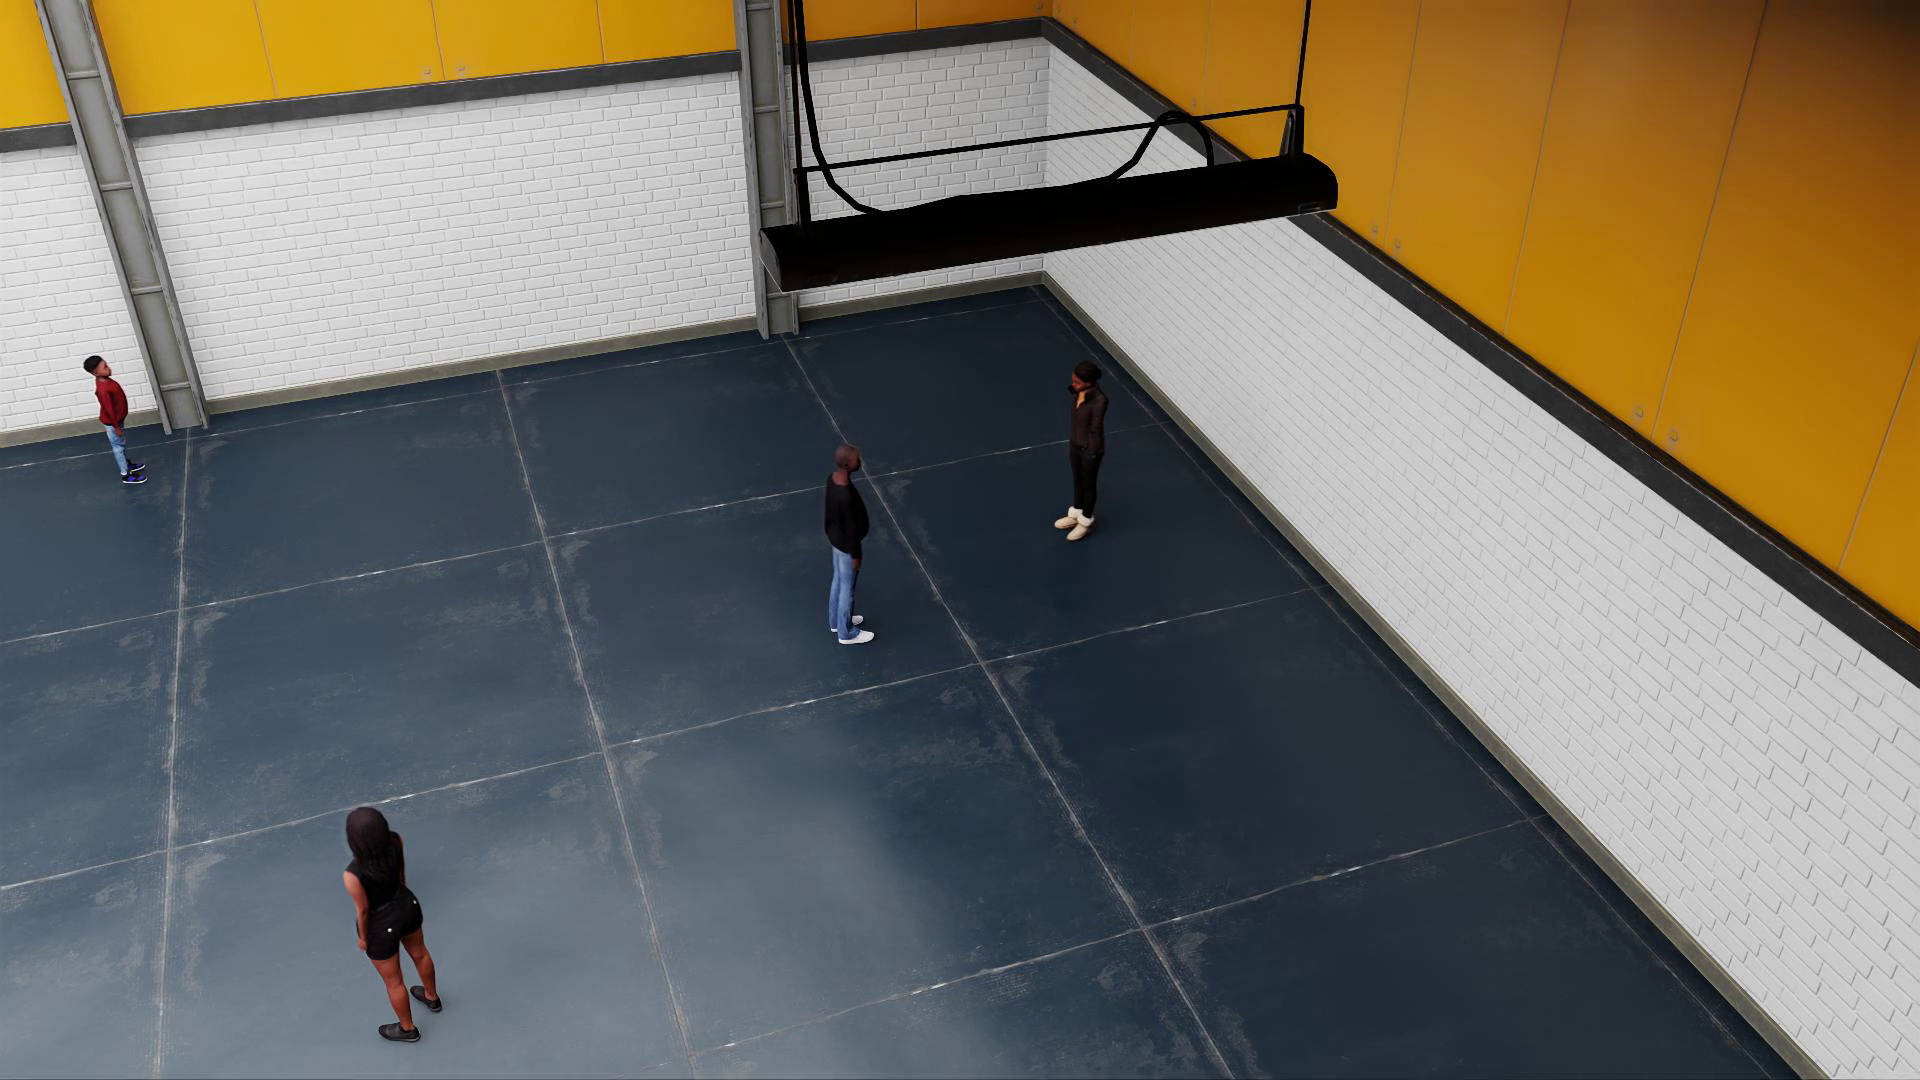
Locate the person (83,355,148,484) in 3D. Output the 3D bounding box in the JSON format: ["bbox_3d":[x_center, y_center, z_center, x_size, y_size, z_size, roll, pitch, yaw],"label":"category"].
[{"bbox_3d":[-7.762,-1.124,15.230,0.495,1.255,0.516,-14,36,-20],"label":"person"}]

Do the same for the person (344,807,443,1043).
[{"bbox_3d":[-3.342,2.231,9.744,0.714,1.741,0.669,12,35,17],"label":"person"}]

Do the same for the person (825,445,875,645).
[{"bbox_3d":[-0.904,0.022,13.062,0.533,1.747,0.591,-12,36,-18],"label":"person"}]

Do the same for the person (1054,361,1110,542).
[{"bbox_3d":[1.102,-0.811,14.394,0.672,1.659,0.614,-16,37,-23],"label":"person"}]
